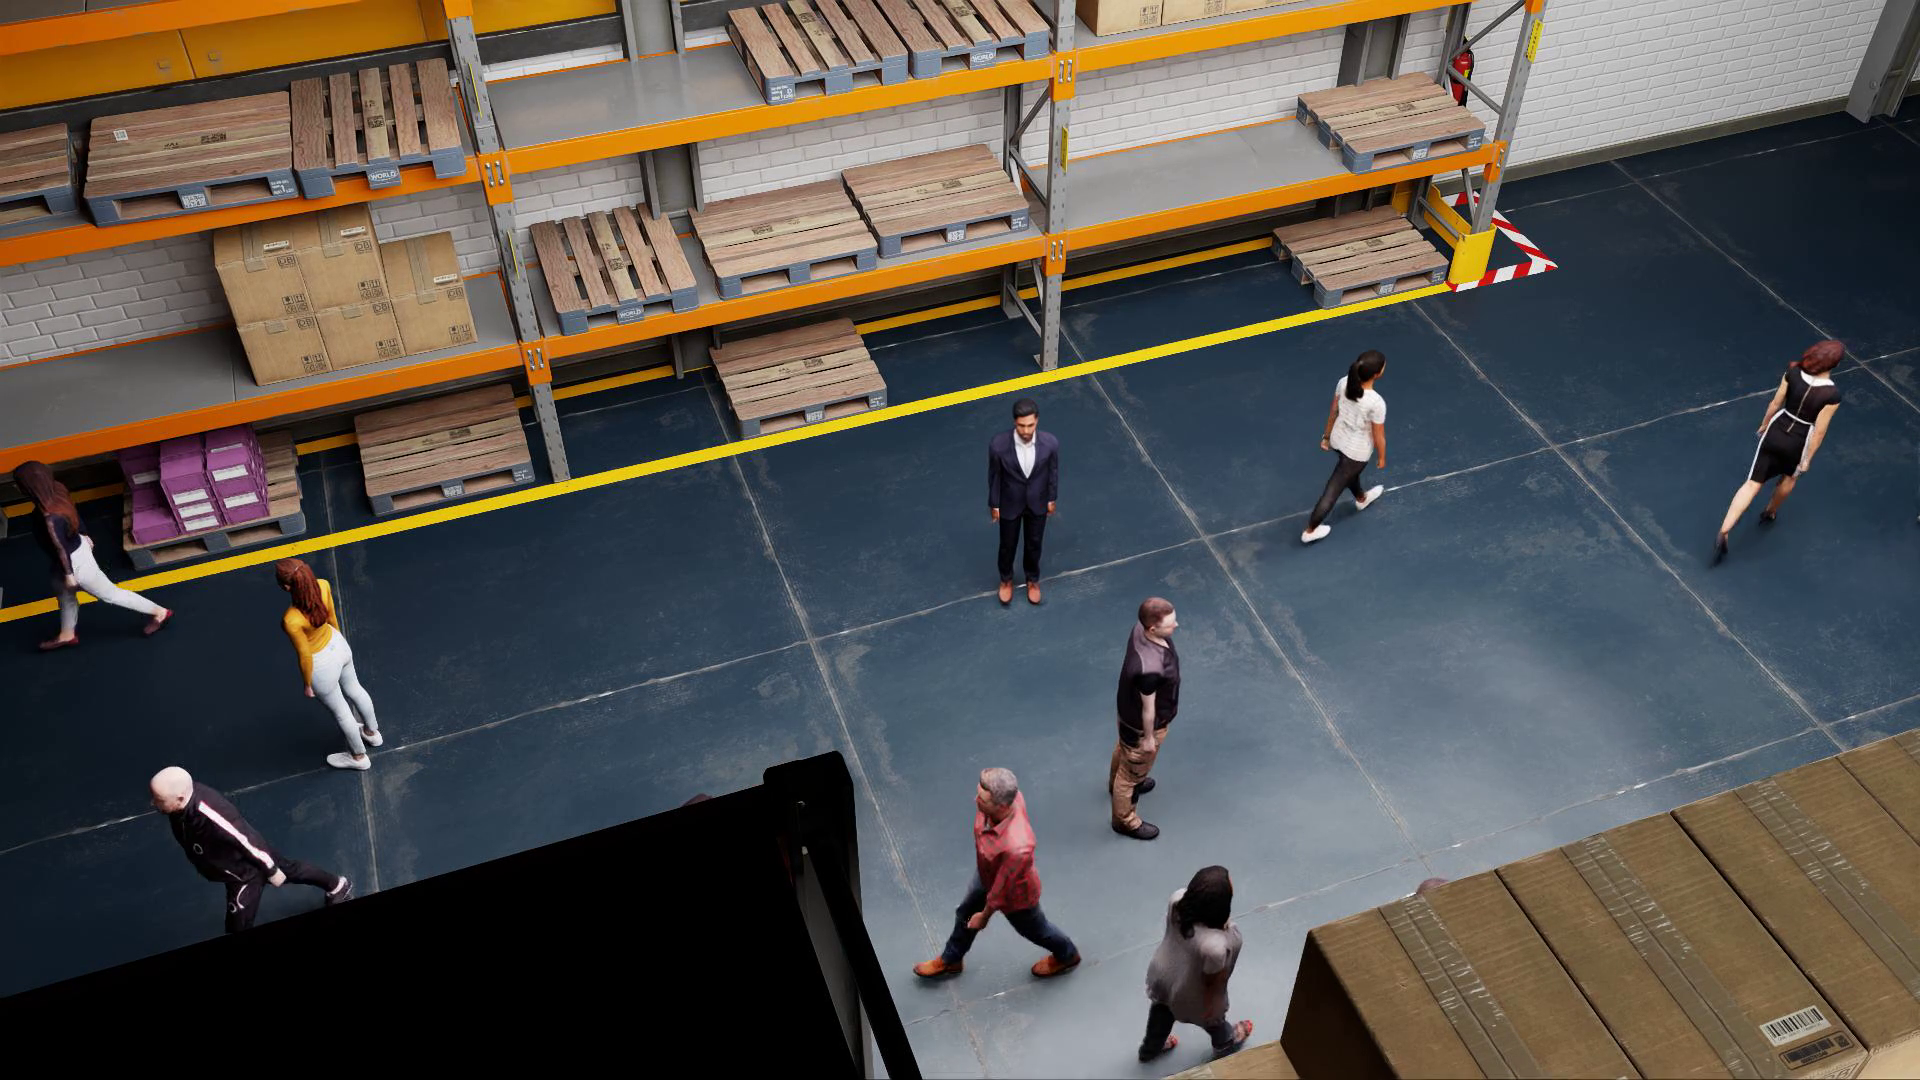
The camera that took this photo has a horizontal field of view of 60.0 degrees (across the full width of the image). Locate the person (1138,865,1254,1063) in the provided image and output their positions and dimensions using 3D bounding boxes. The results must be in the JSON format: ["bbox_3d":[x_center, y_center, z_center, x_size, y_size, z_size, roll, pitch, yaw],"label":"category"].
[{"bbox_3d":[1.143,2.265,8.624,0.917,1.589,0.738,-21,48,-21],"label":"person"}]

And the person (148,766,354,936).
[{"bbox_3d":[-3.805,1.735,9.056,1.134,1.760,1.388,27,50,25],"label":"person"}]

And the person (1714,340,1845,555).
[{"bbox_3d":[5.660,-0.608,11.518,1.165,1.758,0.843,-30,51,-28],"label":"person"}]

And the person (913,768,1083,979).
[{"bbox_3d":[0.346,1.840,8.928,1.182,1.785,0.719,-11,45,-11],"label":"person"}]

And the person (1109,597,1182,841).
[{"bbox_3d":[1.068,0.996,9.775,0.736,1.839,0.762,2,44,2],"label":"person"}]

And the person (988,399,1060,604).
[{"bbox_3d":[0.426,-0.276,11.193,0.552,1.724,0.727,-5,44,-5],"label":"person"}]

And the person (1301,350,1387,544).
[{"bbox_3d":[2.662,-0.607,11.627,1.068,1.605,0.712,-23,48,-22],"label":"person"}]

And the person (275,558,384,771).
[{"bbox_3d":[-3.842,0.739,10.108,0.723,1.751,0.683,10,44,10],"label":"person"}]

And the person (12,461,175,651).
[{"bbox_3d":[-5.734,0.125,10.888,1.108,1.565,0.652,-18,46,-18],"label":"person"}]
